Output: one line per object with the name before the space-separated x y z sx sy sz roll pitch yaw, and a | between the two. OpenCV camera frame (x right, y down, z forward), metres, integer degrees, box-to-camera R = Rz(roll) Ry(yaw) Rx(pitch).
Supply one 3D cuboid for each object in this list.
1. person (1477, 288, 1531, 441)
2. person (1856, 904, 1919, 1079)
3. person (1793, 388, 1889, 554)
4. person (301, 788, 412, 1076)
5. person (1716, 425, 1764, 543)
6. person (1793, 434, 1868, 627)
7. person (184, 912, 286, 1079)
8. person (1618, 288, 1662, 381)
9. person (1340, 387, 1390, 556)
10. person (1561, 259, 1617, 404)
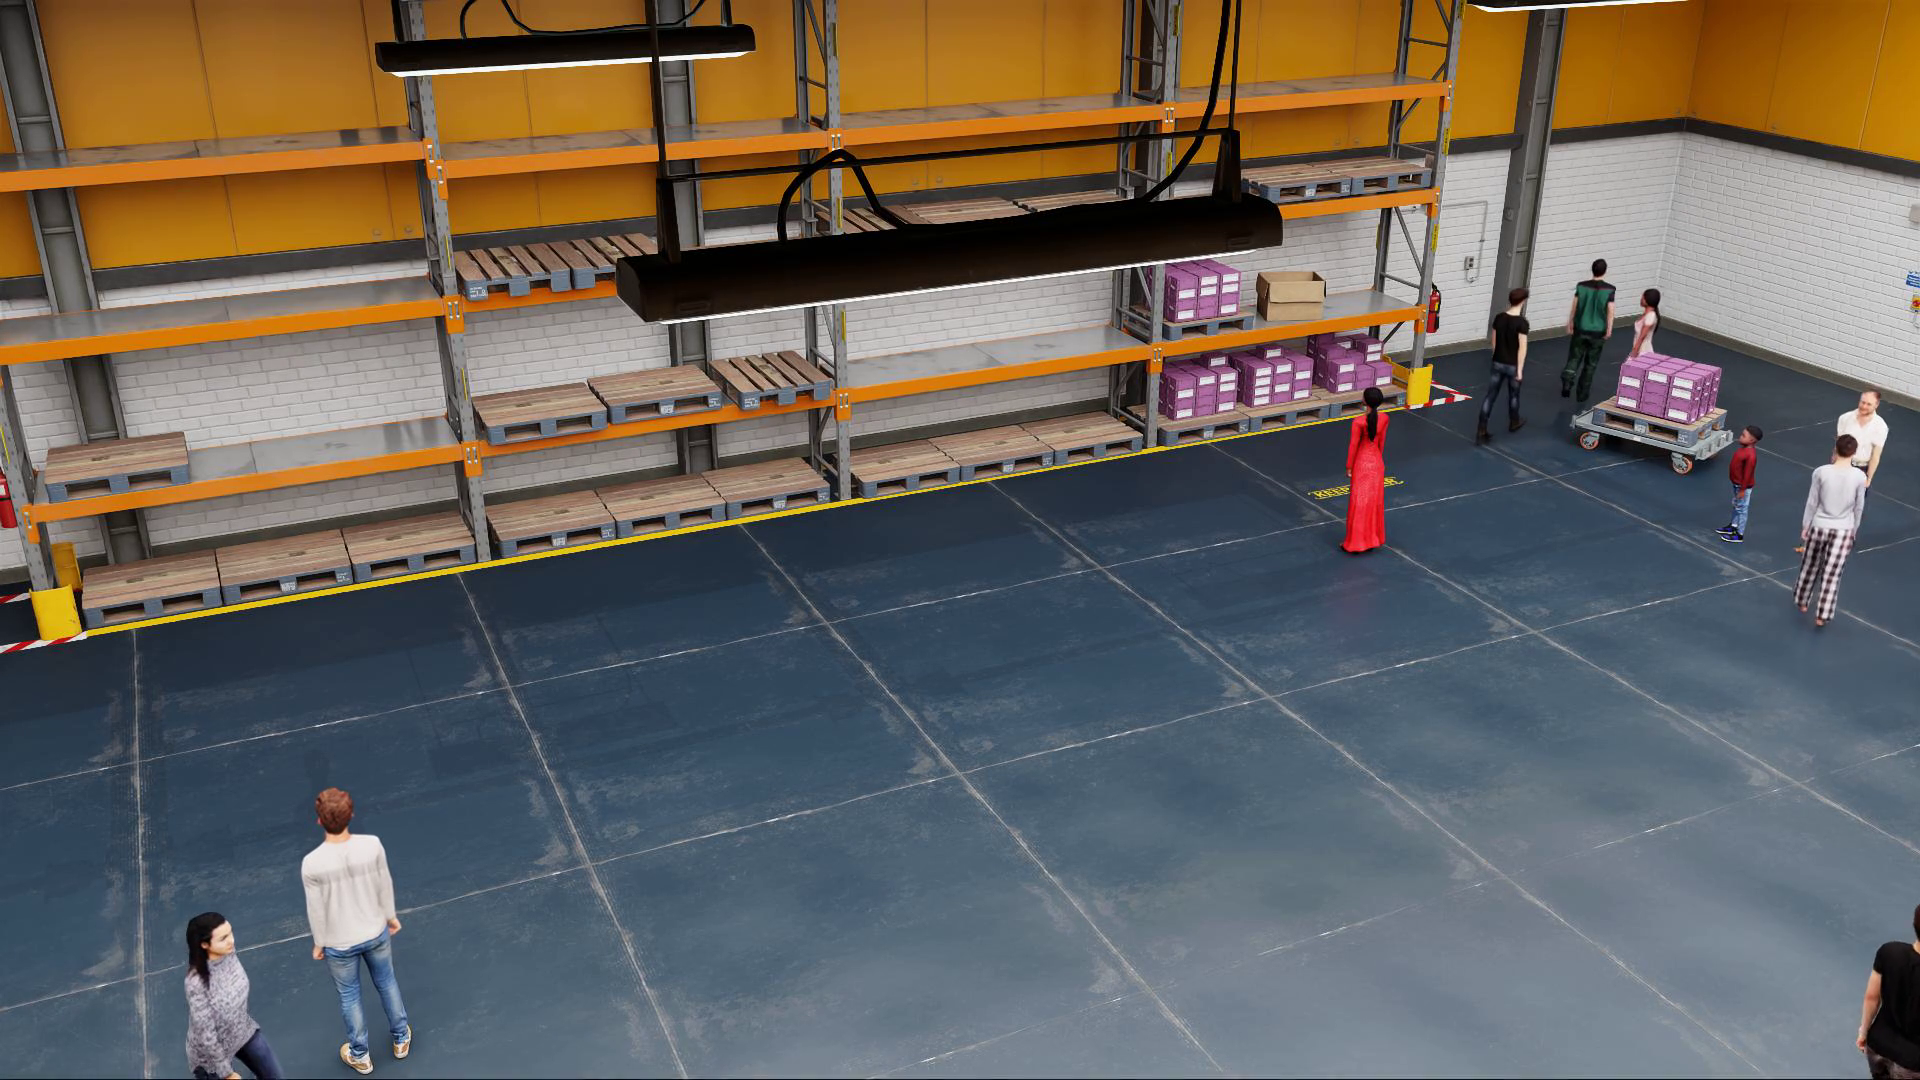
person | 6.558 -2.085 20.145 1.286 1.853 0.951 -20 31 -38
person | 5.063 2.794 8.997 1.074 1.841 0.750 -13 27 -28
person | 9.209 -0.705 17.026 1.032 1.823 0.746 -14 27 -28
person | -3.619 2.341 9.958 0.559 1.903 0.766 -15 28 -31
person | 8.252 -0.607 17.509 0.622 1.255 0.578 4 24 10
person | 8.177 -0.090 15.592 0.867 1.843 0.955 13 27 26
person | -4.143 2.797 9.180 1.190 1.689 1.053 5 24 12
person | 8.597 -2.269 20.723 0.882 1.726 0.820 7 25 16
person | 4.181 -0.712 17.089 0.571 1.784 0.693 -12 26 -26
person | 8.098 -2.672 21.441 0.884 1.889 0.958 15 28 31
